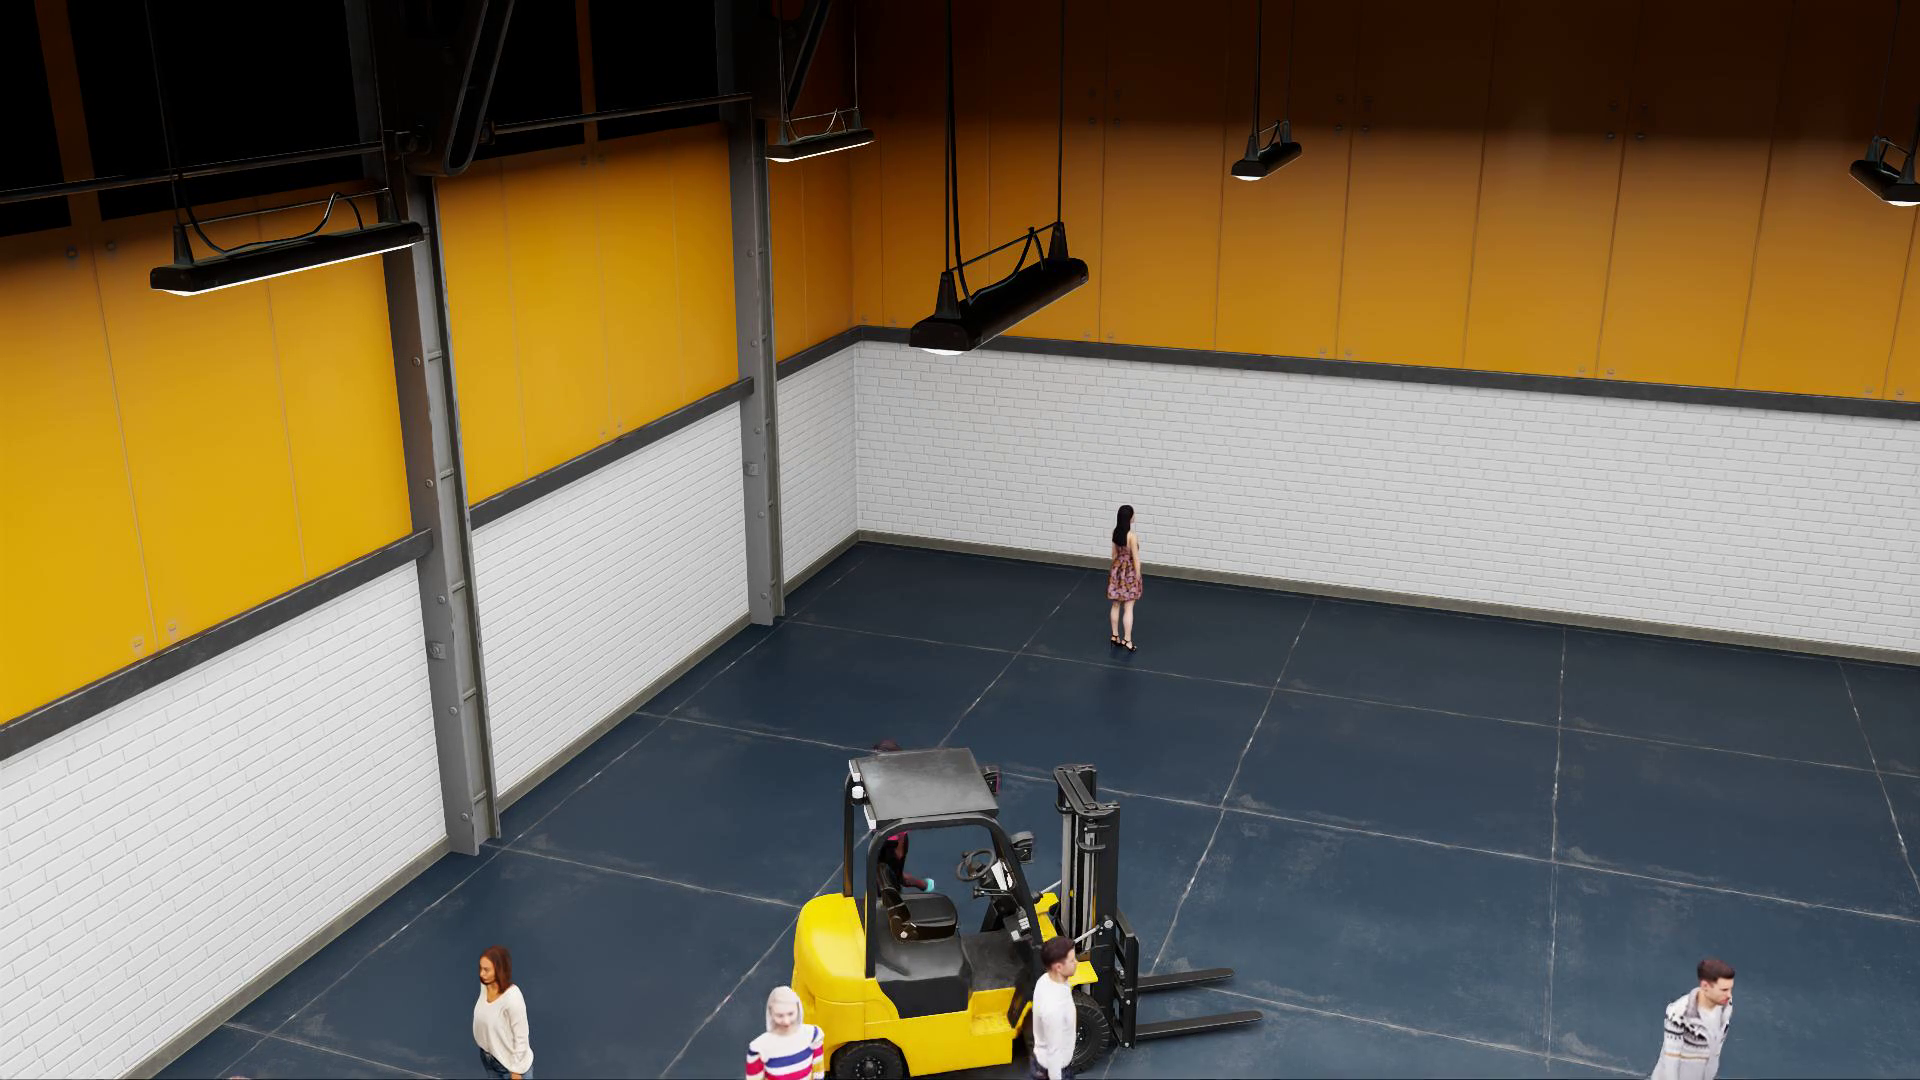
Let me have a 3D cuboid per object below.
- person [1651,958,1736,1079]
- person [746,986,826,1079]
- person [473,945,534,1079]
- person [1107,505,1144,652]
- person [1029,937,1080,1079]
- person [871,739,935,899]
[{"bbox_3d":[4.502,3.385,10.503,1.054,1.826,1.139,-6,20,-17],"label":"person"},{"bbox_3d":[-1.071,3.486,10.249,0.790,1.796,0.841,-7,20,-20],"label":"person"},{"bbox_3d":[-2.937,3.362,10.798,0.695,1.681,0.676,17,25,42],"label":"person"},{"bbox_3d":[1.919,0.438,19.334,0.830,1.775,0.792,-15,24,-37],"label":"person"},{"bbox_3d":[0.509,3.357,10.546,0.827,1.850,0.903,2,19,5],"label":"person"},{"bbox_3d":[-0.509,2.407,13.593,0.984,1.707,0.810,-16,24,-39],"label":"person"}]
